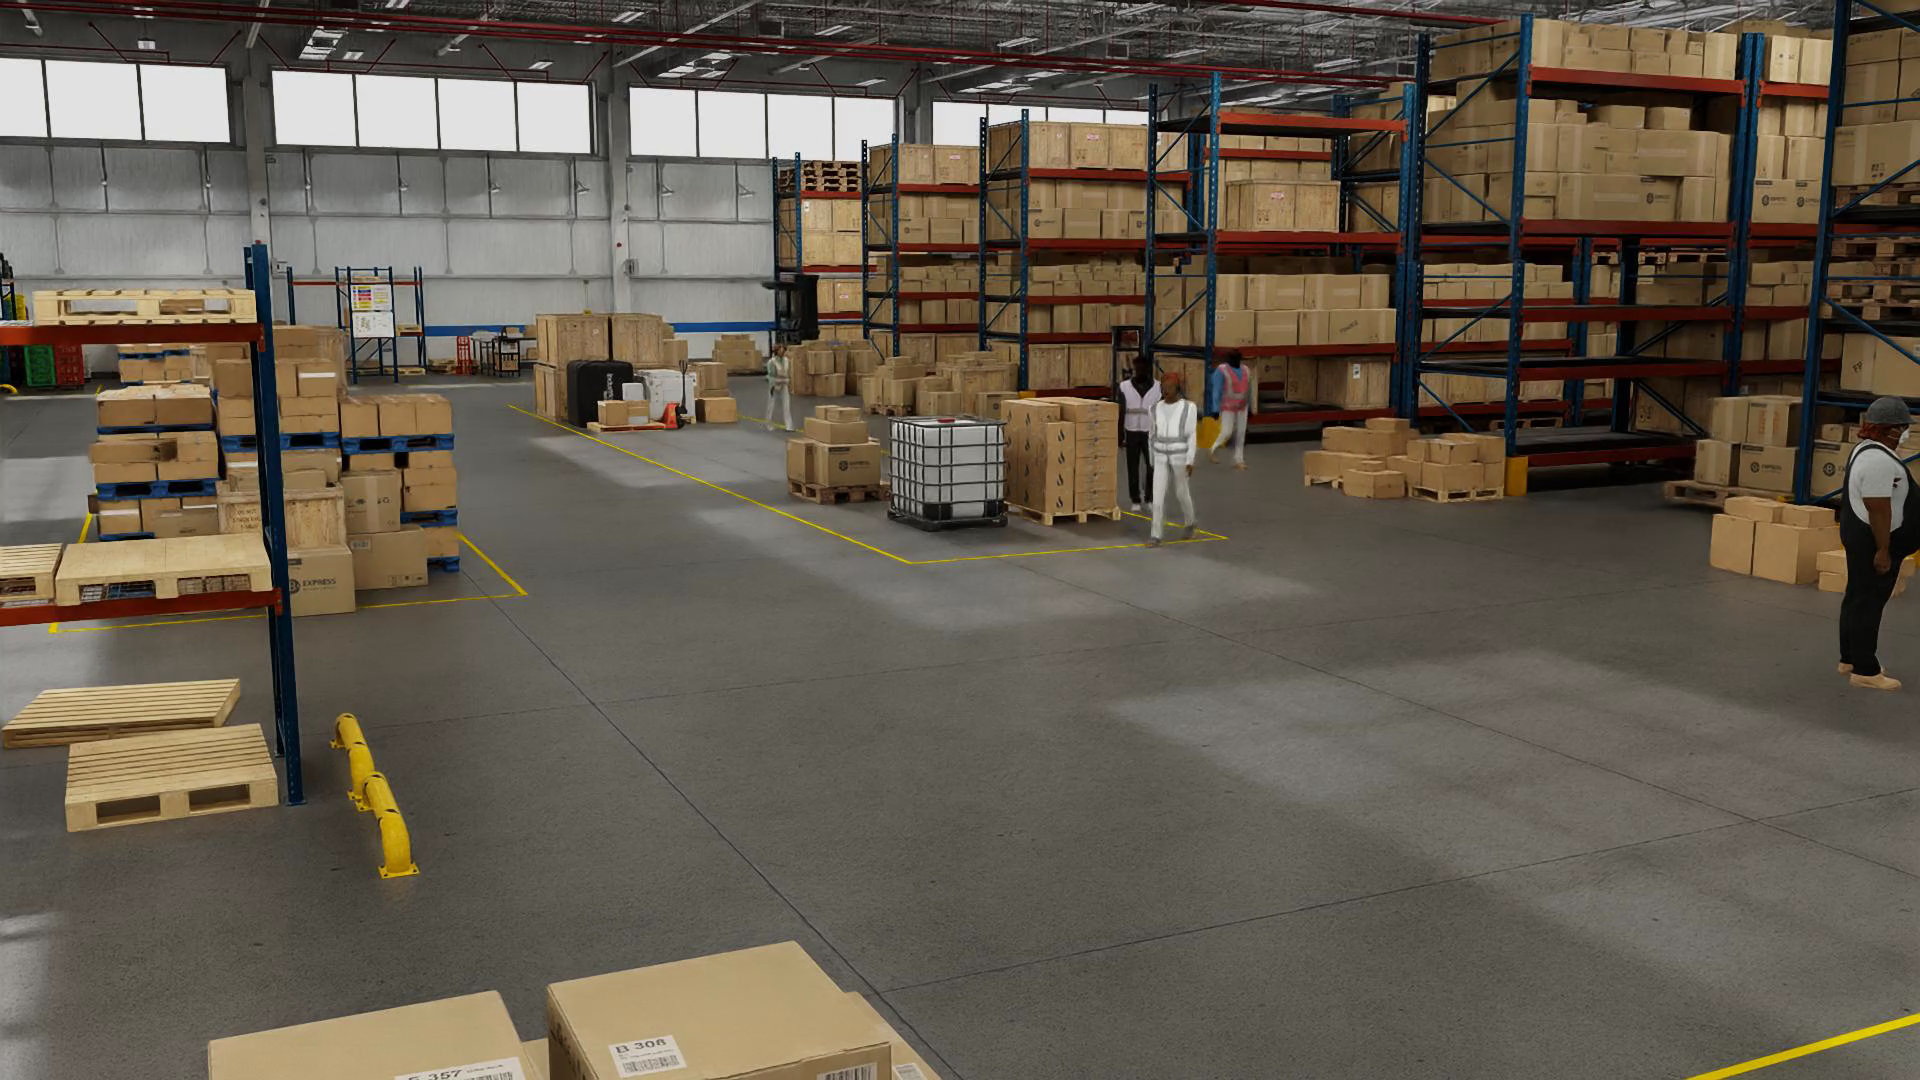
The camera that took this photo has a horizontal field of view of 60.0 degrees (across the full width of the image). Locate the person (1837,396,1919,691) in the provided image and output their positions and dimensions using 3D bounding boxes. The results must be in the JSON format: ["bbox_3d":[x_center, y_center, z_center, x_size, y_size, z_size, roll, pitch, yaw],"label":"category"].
[{"bbox_3d":[6.452,0.008,11.636,0.537,2.000,0.678,3,10,17],"label":"person"}]

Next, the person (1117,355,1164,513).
[{"bbox_3d":[2.173,-1.265,19.979,0.587,1.896,0.675,0,9,1],"label":"person"}]

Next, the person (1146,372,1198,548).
[{"bbox_3d":[2.265,-0.862,17.637,0.579,1.855,0.888,5,10,27],"label":"person"}]

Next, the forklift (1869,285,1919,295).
[{"bbox_3d":[11.847,-1.903,20.896,1.873,2.768,1.129,-4,10,-25],"label":"forklift"}]

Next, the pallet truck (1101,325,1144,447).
[{"bbox_3d":[2.881,-2.596,27.923,0.823,1.965,1.885,-1,9,-7],"label":"pallet truck"}]

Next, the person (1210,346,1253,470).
[{"bbox_3d":[3.964,-1.934,24.357,0.650,1.821,0.588,-6,11,-31],"label":"person"}]

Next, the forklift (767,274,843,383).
[{"bbox_3d":[-3.903,-5.414,42.674,1.873,2.768,1.129,-4,10,-25],"label":"forklift"}]

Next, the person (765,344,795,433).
[{"bbox_3d":[-3.307,-2.761,30.172,0.531,1.601,0.833,-7,11,-36],"label":"person"}]
